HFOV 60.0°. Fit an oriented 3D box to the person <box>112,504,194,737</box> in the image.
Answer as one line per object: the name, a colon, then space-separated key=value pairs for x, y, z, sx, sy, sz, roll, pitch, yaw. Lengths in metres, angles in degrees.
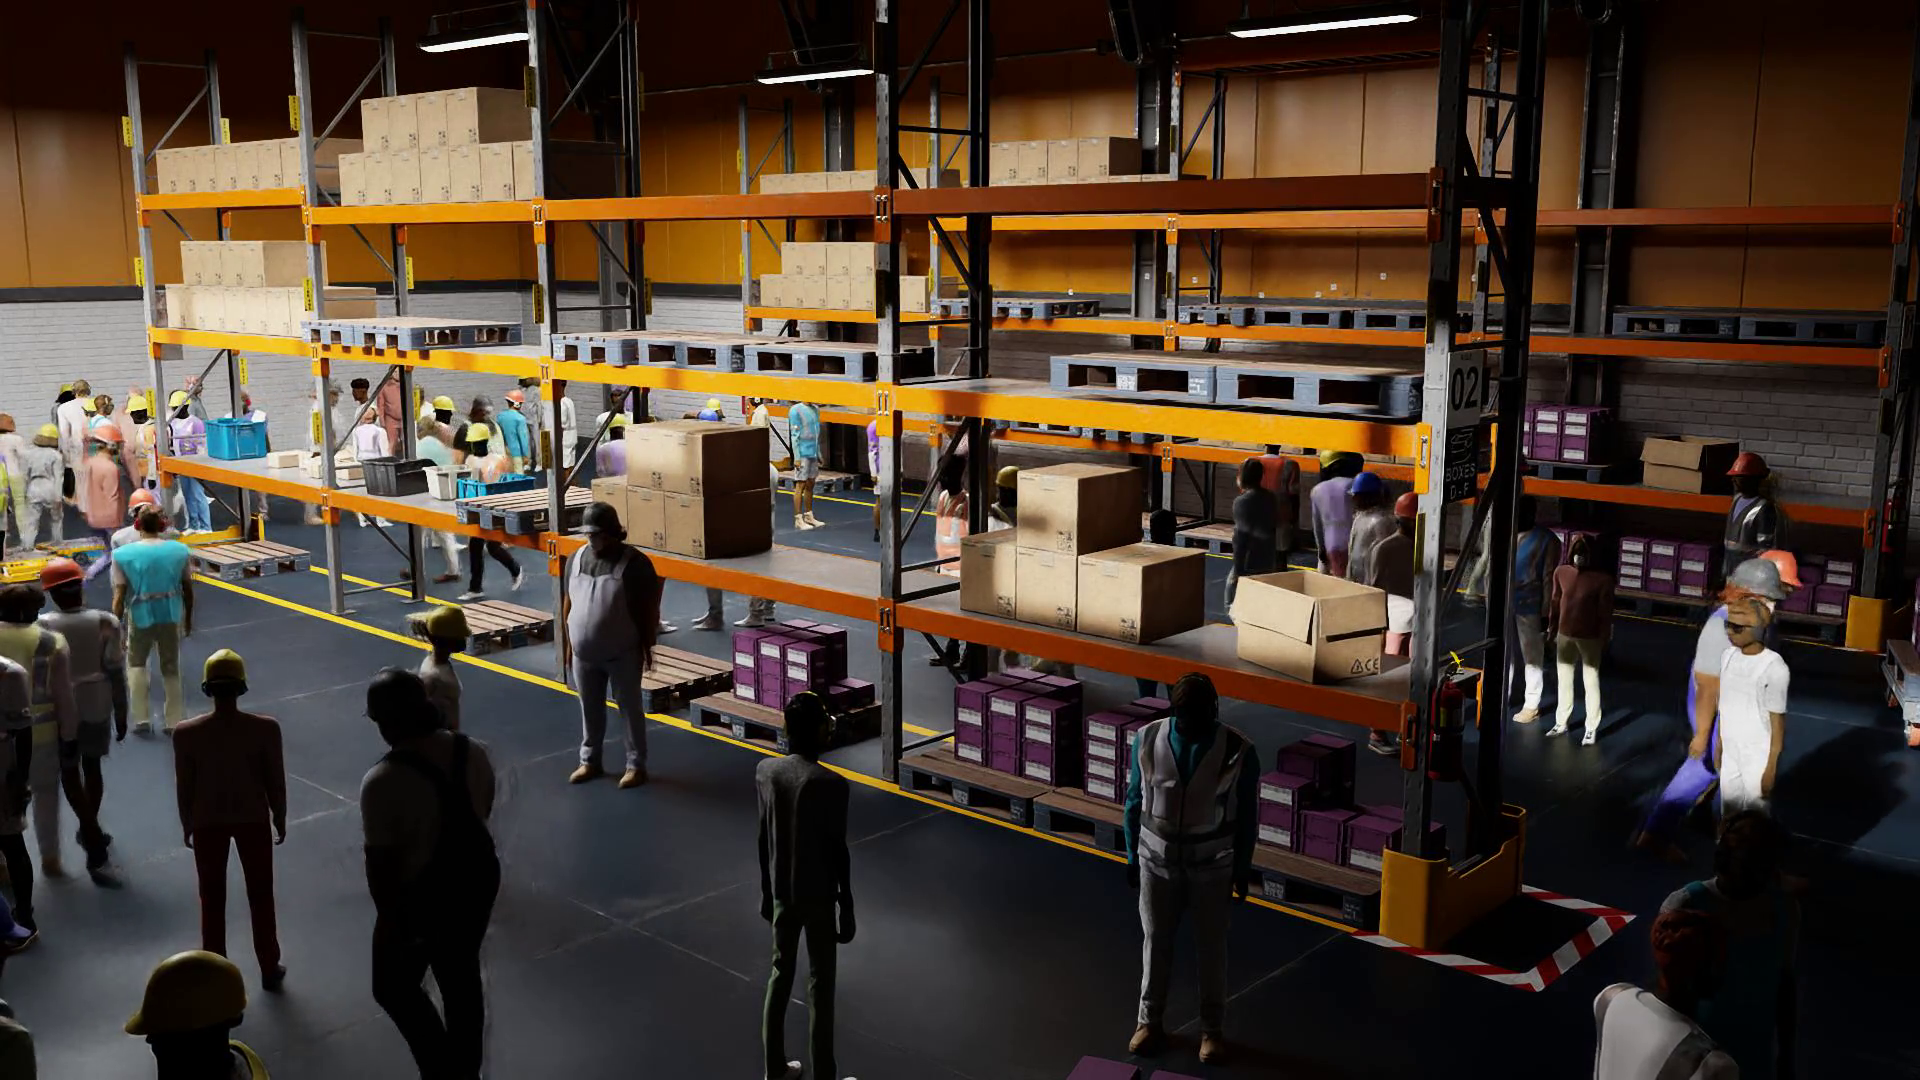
person: x=-6.201 y=0.631 z=12.758 sx=0.614 sy=1.813 sz=0.531 roll=-9 pitch=13 yaw=-41

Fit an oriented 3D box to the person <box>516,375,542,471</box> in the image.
person: x=-7.263 y=-2.015 z=27.966 sx=0.492 sy=1.730 sz=0.324 roll=2 pitch=10 yaw=13

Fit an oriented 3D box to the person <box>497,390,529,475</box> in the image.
person: x=-6.339 y=-1.269 z=23.728 sx=0.573 sy=1.737 sz=0.354 roll=7 pitch=12 yaw=35

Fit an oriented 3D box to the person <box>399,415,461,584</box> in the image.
person: x=-6.001 y=-0.449 z=18.693 sx=0.793 sy=1.879 sz=0.705 roll=2 pitch=10 yaw=11

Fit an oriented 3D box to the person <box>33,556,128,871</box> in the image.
person: x=-5.366 y=1.054 z=10.165 sx=0.550 sy=1.896 sz=0.858 roll=-8 pitch=13 yaw=-38

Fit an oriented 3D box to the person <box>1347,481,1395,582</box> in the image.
person: x=3.631 y=0.329 z=14.660 sx=0.424 sy=1.735 sz=0.571 roll=0 pitch=10 yaw=-2

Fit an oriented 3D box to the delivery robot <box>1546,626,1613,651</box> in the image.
delivery robot: x=5.583 y=0.803 z=15.084 sx=0.477 sy=0.478 sz=0.707 roll=-3 pitch=10 yaw=-15

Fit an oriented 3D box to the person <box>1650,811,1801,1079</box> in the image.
person: x=2.707 y=1.831 z=5.927 sx=0.518 sy=1.836 sz=0.361 roll=-1 pitch=10 yaw=-5

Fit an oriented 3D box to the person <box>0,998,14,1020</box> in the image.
person: x=-3.062 y=1.942 z=5.053 sx=0.587 sy=1.920 sz=0.391 roll=2 pitch=10 yaw=14

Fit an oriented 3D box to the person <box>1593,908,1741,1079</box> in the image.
person: x=2.054 y=1.990 z=4.940 sx=0.368 sy=1.873 sz=0.593 roll=-2 pitch=10 yaw=-12

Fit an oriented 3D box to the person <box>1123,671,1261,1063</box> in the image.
person: x=1.060 y=1.509 z=7.736 sx=0.625 sy=1.841 sz=0.429 roll=3 pitch=10 yaw=17

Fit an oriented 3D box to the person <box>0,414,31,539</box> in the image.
person: x=-12.264 y=-0.810 z=21.449 sx=0.536 sy=1.622 sz=0.291 roll=0 pitch=10 yaw=-1

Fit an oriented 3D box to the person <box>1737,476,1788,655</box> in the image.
person: x=7.087 y=0.284 z=14.783 sx=0.449 sy=1.805 sz=0.601 roll=3 pitch=10 yaw=14

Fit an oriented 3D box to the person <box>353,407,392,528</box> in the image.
person: x=-7.903 y=-0.970 z=22.340 sx=0.523 sy=1.632 sz=0.319 roll=3 pitch=10 yaw=14

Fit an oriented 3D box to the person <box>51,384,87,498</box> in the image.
person: x=-13.346 y=-1.486 z=24.981 sx=0.492 sy=1.733 sz=0.363 roll=-4 pitch=11 yaw=-23

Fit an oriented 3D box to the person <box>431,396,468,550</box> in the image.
person: x=-6.434 y=-0.829 z=20.719 sx=0.585 sy=1.921 sz=0.383 roll=9 pitch=14 yaw=42

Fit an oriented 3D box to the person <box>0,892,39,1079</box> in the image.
person: x=-2.899 y=1.956 z=4.912 sx=0.608 sy=1.940 sz=0.403 roll=4 pitch=11 yaw=21

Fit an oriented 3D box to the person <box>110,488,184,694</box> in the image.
person: x=-6.888 y=0.431 z=14.103 sx=0.586 sy=1.743 sz=0.360 roll=-9 pitch=14 yaw=-43

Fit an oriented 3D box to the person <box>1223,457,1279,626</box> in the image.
person: x=2.578 y=0.238 z=14.653 sx=0.423 sy=1.930 sz=0.674 roll=8 pitch=13 yaw=39

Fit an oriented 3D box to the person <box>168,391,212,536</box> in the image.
person: x=-10.024 y=-0.977 z=21.577 sx=0.591 sy=1.918 sz=0.391 roll=6 pitch=12 yaw=30

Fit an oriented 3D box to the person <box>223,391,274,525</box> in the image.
person: x=-9.691 y=-1.120 z=22.659 sx=0.594 sy=1.825 sz=0.428 roll=-3 pitch=11 yaw=-18

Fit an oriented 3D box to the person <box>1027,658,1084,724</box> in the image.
person: x=0.768 y=0.539 z=13.231 sx=0.602 sy=1.840 sz=0.537 roll=10 pitch=14 yaw=43

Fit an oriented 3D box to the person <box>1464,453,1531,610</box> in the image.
person: x=5.609 y=-0.077 z=17.095 sx=0.573 sy=1.694 sz=0.915 roll=-9 pitch=13 yaw=-40

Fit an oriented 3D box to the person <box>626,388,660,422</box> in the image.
person: x=-5.452 y=-2.054 z=28.551 sx=0.584 sy=1.603 sz=0.537 roll=5 pitch=11 yaw=25

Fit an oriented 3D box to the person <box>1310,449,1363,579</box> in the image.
person: x=3.675 y=0.046 z=15.911 sx=0.675 sy=1.863 sz=0.652 roll=4 pitch=11 yaw=24

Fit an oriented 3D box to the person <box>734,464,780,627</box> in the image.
person: x=-2.050 y=-0.089 z=16.576 sx=0.409 sy=1.907 sz=0.651 roll=3 pitch=11 yaw=18

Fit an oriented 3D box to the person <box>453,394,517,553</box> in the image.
person: x=-5.761 y=-0.827 z=20.366 sx=1.031 sy=2.000 sz=0.686 roll=6 pitch=12 yaw=30

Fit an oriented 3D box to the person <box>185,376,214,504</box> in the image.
person: x=-11.194 y=-1.463 z=24.391 sx=0.395 sy=1.897 sz=0.651 roll=-4 pitch=11 yaw=-20

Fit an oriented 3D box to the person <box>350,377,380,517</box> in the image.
person: x=-8.297 y=-1.300 z=23.300 sx=0.376 sy=1.958 sz=0.608 roll=-7 pitch=12 yaw=-34

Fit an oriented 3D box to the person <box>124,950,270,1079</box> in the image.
person: x=-2.004 y=2.031 z=4.529 sx=0.363 sy=1.927 sz=0.587 roll=-6 pitch=12 yaw=-31

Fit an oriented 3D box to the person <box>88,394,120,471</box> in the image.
person: x=-11.237 y=-0.994 z=21.893 sx=0.505 sy=1.839 sz=0.349 roll=8 pitch=13 yaw=38

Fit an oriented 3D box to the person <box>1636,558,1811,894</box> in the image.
person: x=4.575 y=1.022 z=9.912 sx=1.003 sy=2.000 sz=0.689 roll=6 pitch=12 yaw=32

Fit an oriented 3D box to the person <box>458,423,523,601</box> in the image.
person: x=-5.077 y=-0.316 z=17.855 sx=0.615 sy=1.908 sz=0.725 roll=6 pitch=12 yaw=31
